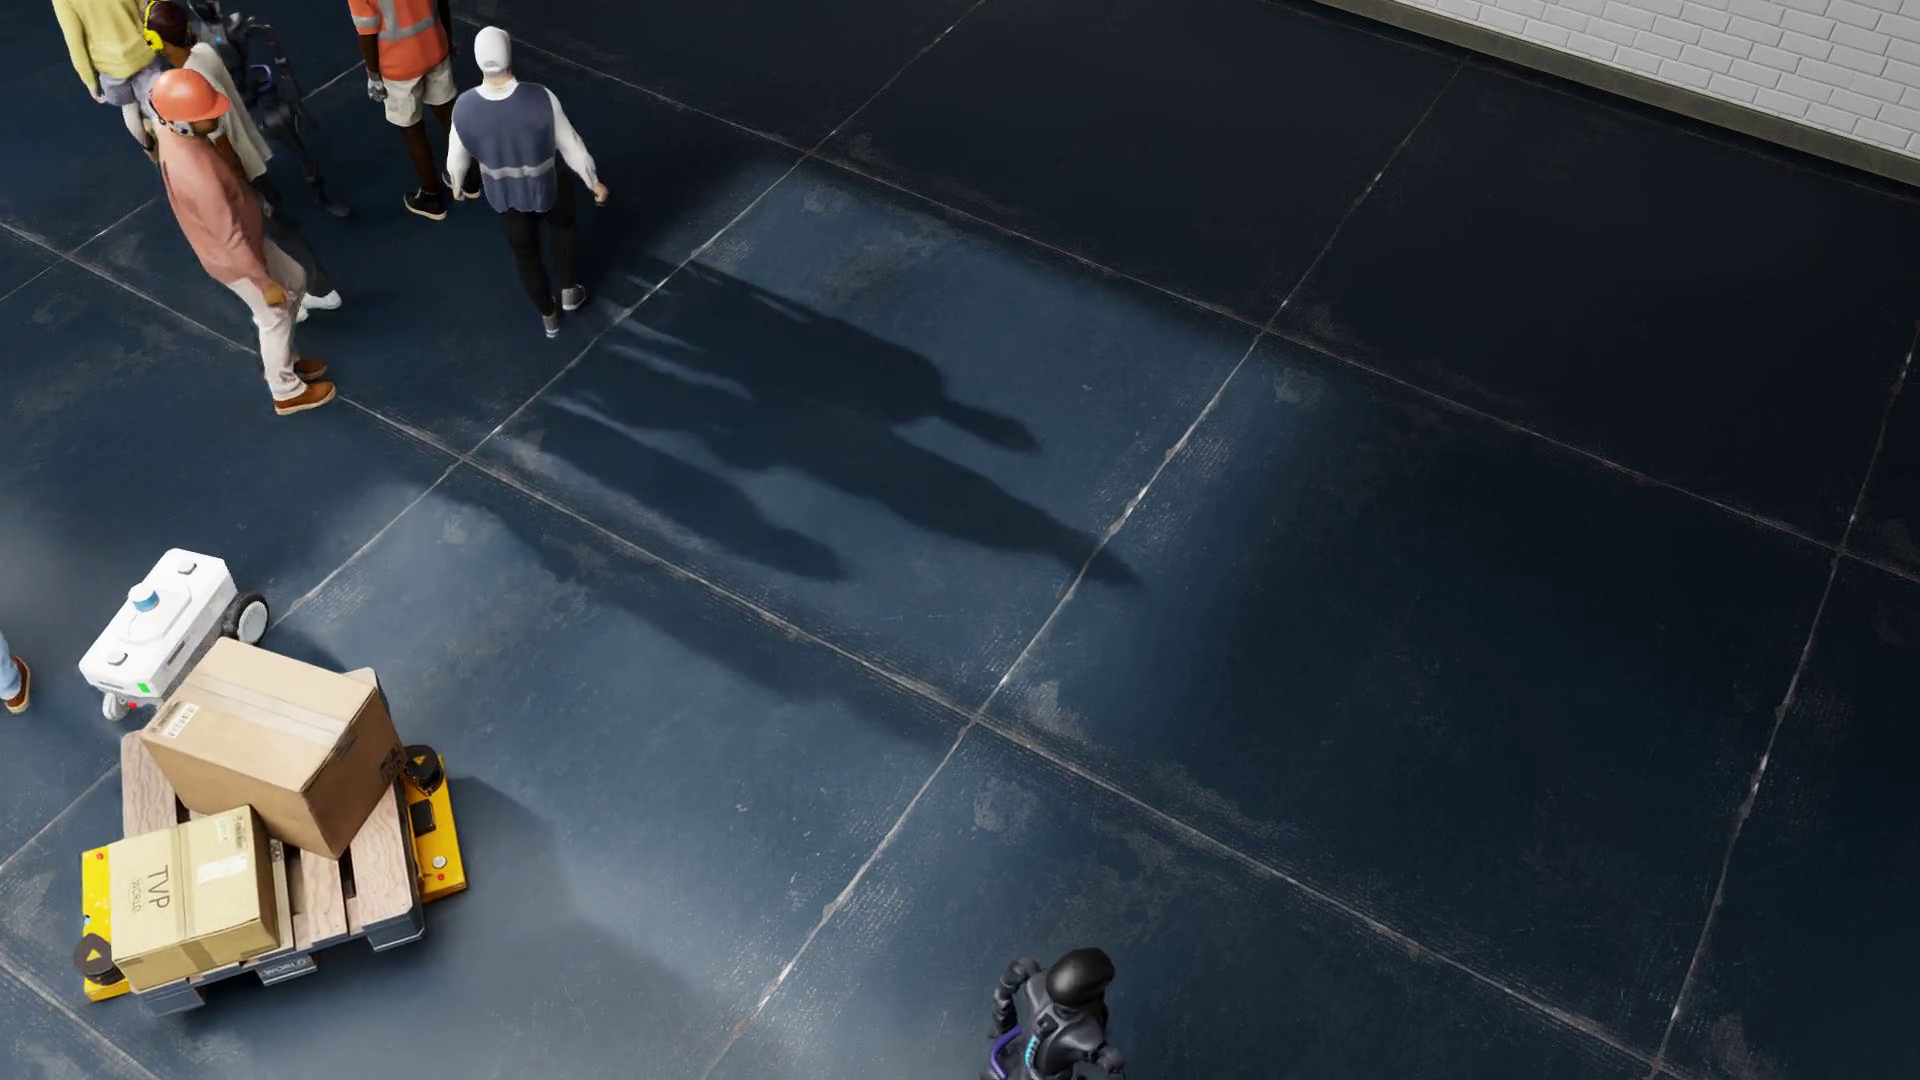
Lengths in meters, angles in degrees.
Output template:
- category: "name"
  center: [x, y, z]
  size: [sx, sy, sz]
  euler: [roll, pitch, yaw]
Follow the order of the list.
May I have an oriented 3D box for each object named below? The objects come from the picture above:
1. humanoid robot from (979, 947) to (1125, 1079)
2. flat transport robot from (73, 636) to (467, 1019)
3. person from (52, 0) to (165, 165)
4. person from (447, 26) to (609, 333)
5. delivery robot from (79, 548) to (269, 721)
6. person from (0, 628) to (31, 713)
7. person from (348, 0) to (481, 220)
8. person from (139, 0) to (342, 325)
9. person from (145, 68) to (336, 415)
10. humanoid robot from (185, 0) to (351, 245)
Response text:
- category: "humanoid robot"
  center: [0.241, 1.771, 5.332]
  size: [0.398, 1.638, 0.592]
  euler: [-35, 57, -27]
- category: "flat transport robot"
  center: [-2.764, 1.306, 6.674]
  size: [1.431, 0.231, 0.659]
  euler: [-15, 51, -13]
- category: "person"
  center: [-4.605, -2.686, 9.126]
  size: [0.482, 1.825, 1.017]
  euler: [-20, 52, -17]
- category: "person"
  center: [-2.185, -1.811, 8.413]
  size: [0.784, 1.744, 0.539]
  euler: [-7, 49, -6]
- category: "delivery robot"
  center: [-3.459, 0.401, 7.288]
  size: [0.499, 0.614, 0.803]
  euler: [12, 50, 10]
- category: "person"
  center: [-4.356, -0.125, 6.803]
  size: [0.644, 1.955, 0.883]
  euler: [-23, 53, -19]
- category: "person"
  center: [-2.976, -2.640, 9.009]
  size: [0.384, 1.951, 0.613]
  euler: [27, 54, 22]
- category: "person"
  center: [-3.618, -1.878, 8.420]
  size: [0.541, 1.832, 0.529]
  euler: [-1, 49, -1]
- category: "person"
  center: [-3.380, -1.402, 7.911]
  size: [0.499, 1.963, 0.659]
  euler: [-24, 53, -19]
- category: "humanoid robot"
  center: [-3.777, -2.316, 8.904]
  size: [0.618, 1.645, 0.386]
  euler: [-17, 51, -14]
